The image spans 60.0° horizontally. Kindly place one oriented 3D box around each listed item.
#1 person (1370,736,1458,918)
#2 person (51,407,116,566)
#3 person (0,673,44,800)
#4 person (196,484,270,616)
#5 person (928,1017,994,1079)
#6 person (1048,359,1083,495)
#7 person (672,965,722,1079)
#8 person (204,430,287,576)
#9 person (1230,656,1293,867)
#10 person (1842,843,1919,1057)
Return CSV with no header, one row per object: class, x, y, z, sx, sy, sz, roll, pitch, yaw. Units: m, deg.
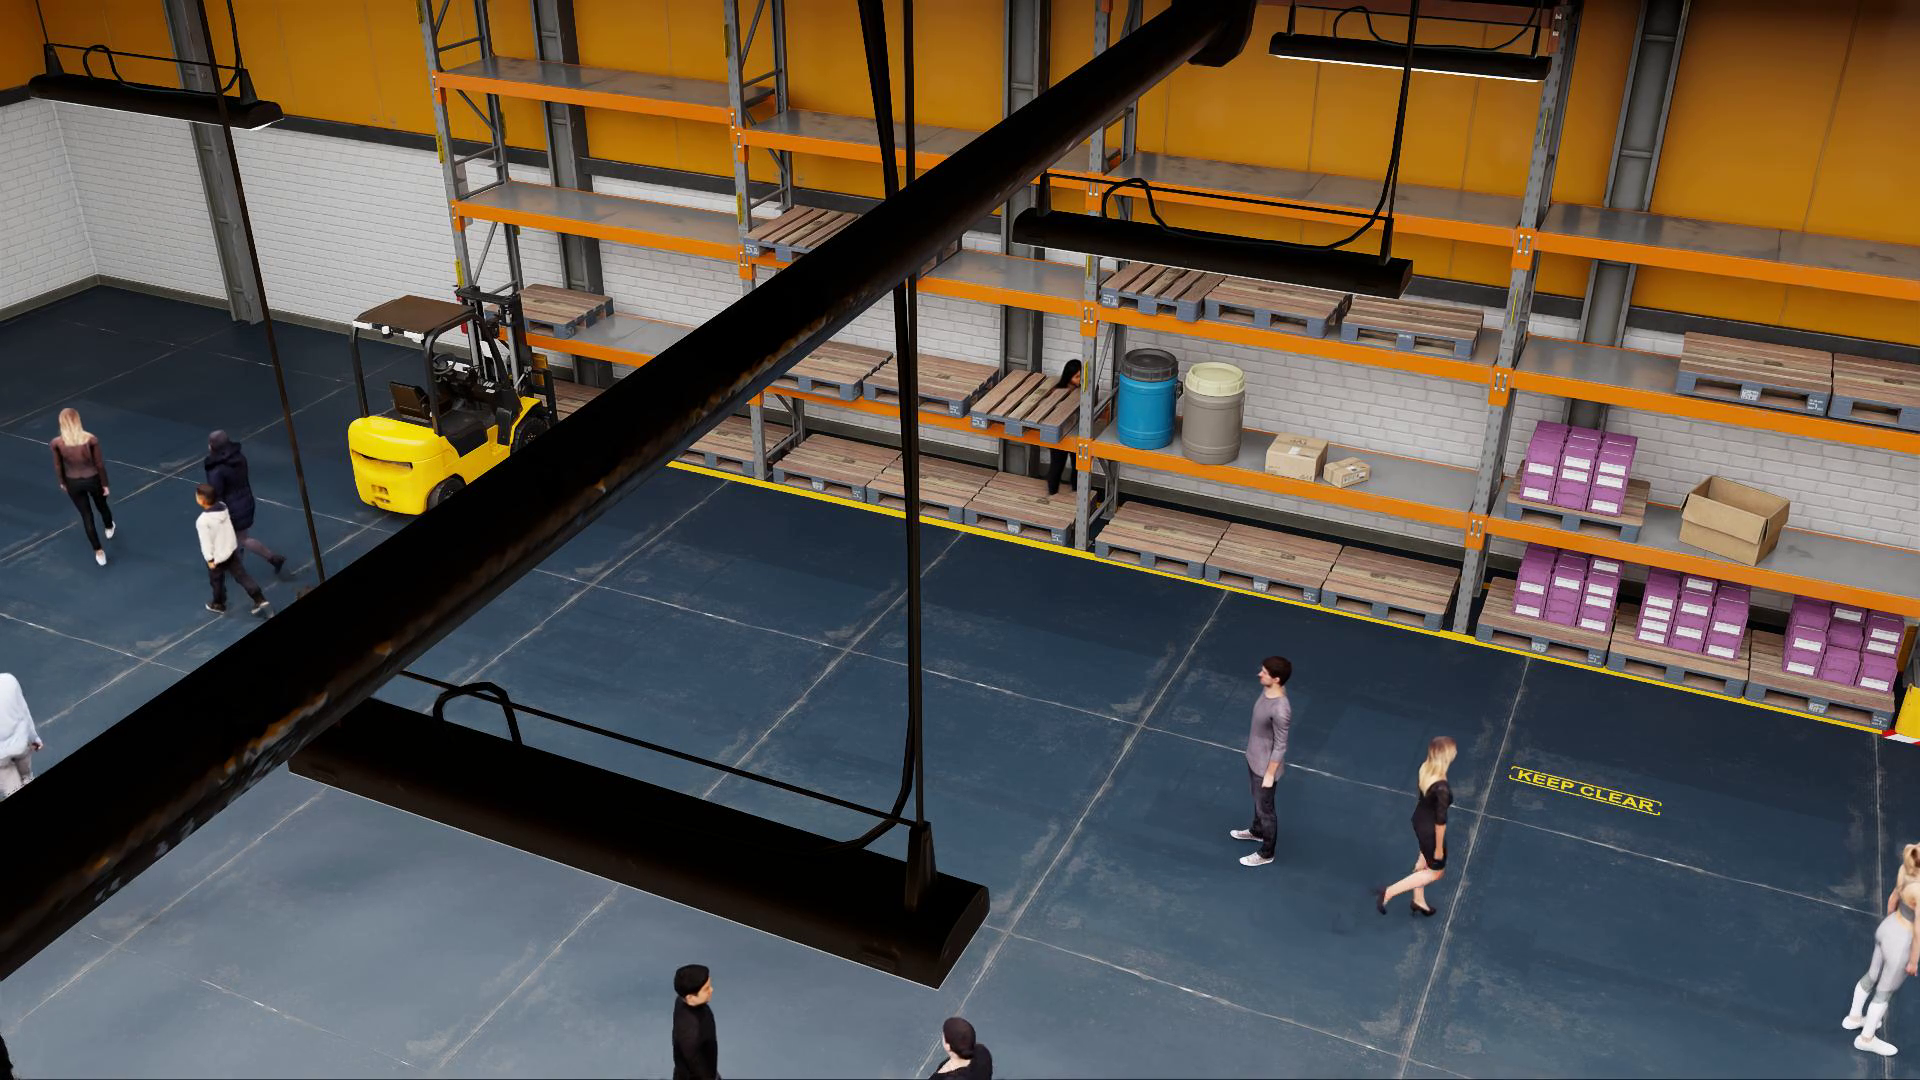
person,3.404,2.179,12.326,0.890,1.661,0.769,-2,29,-3
person,-9.094,-0.522,17.281,1.037,1.659,1.143,-13,31,-23
person,-7.408,1.697,13.000,1.118,1.863,0.828,19,34,31
person,-7.200,0.113,16.347,0.953,1.438,0.633,10,30,18
person,0.101,3.563,9.734,1.146,1.714,0.856,20,35,33
person,1.205,-1.155,18.278,0.774,1.814,0.832,-10,30,-18
person,-1.690,3.321,10.204,1.194,1.688,0.980,-1,29,-2
person,-7.330,-0.336,16.943,1.103,1.655,0.850,4,29,8
person,2.400,1.698,13.007,0.720,1.854,0.748,-1,29,-2
person,6.348,2.729,11.274,0.614,1.702,0.631,3,29,5
